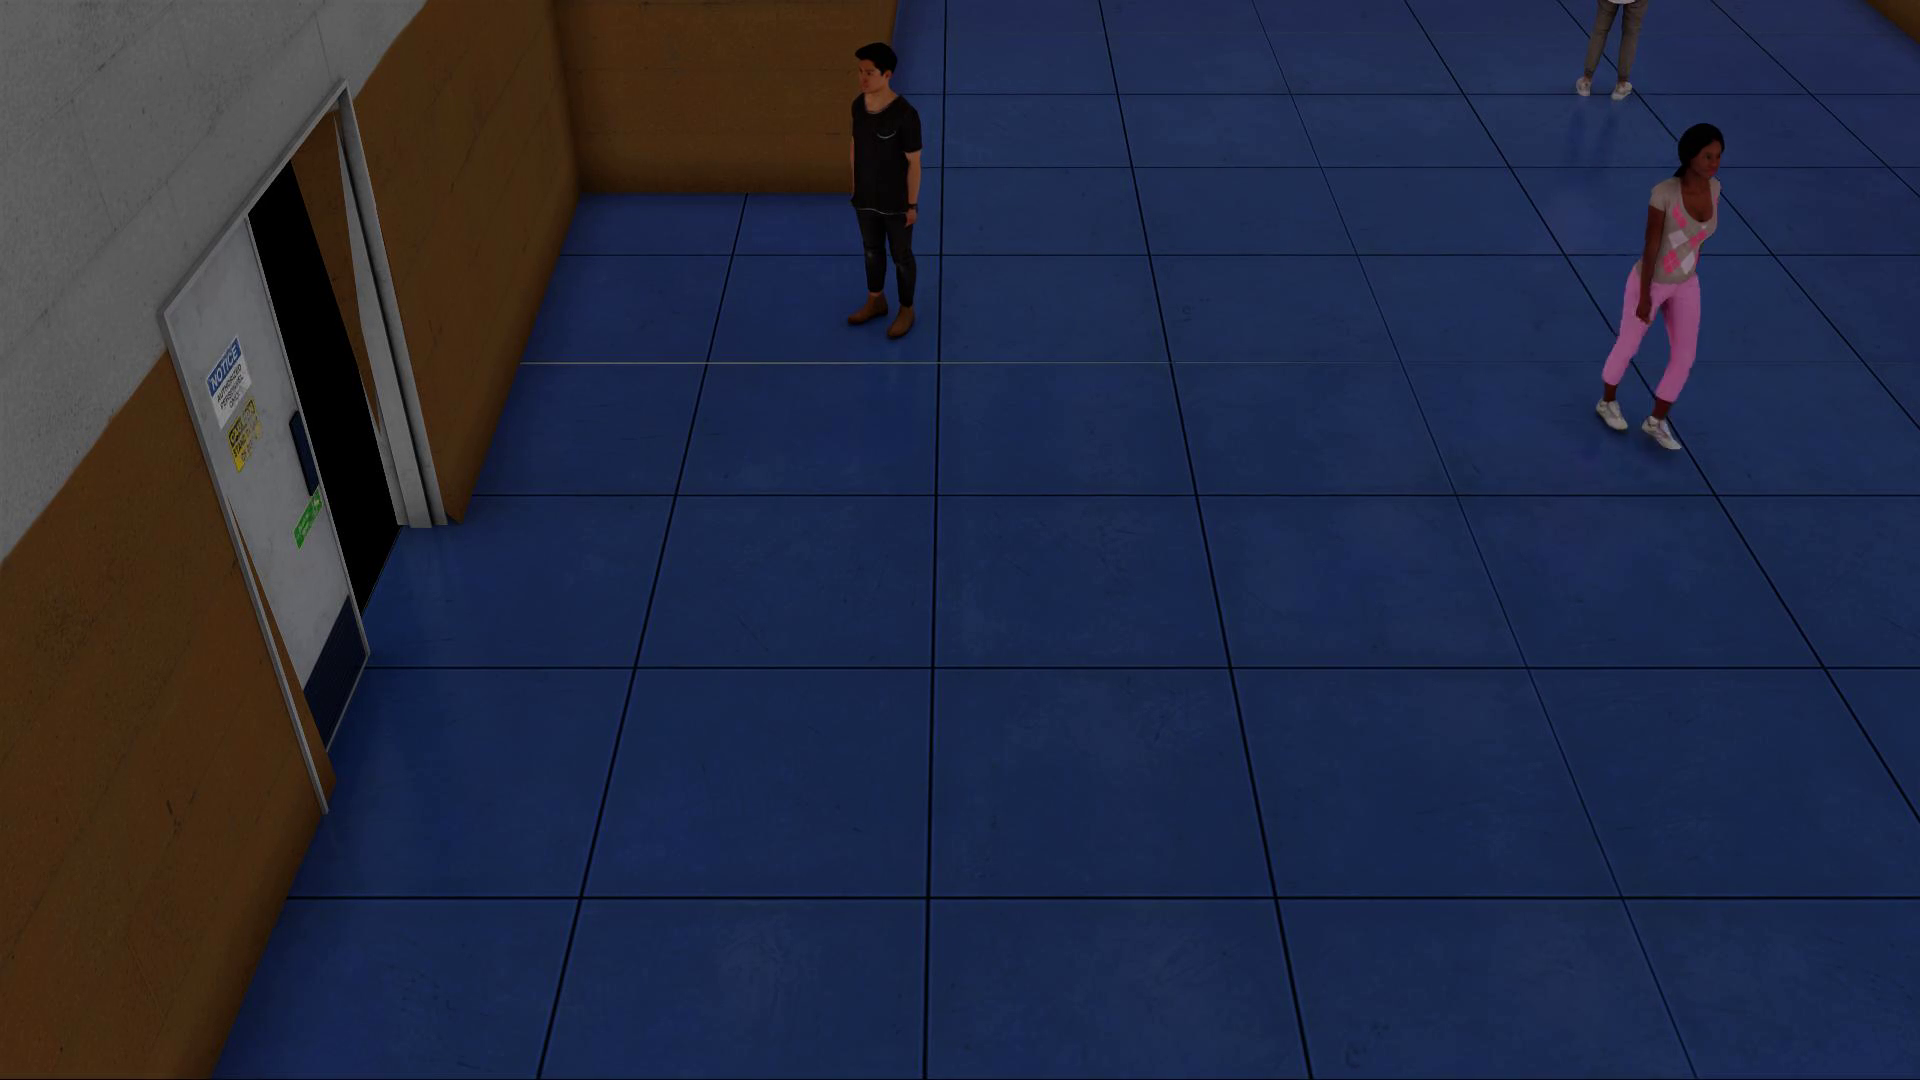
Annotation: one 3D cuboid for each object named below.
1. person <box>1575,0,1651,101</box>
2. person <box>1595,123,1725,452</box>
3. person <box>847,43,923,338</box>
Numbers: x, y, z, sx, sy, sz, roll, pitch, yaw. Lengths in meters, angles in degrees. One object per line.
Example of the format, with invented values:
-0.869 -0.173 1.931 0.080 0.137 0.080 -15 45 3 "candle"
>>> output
4.921 -4.170 12.233 0.651 1.841 0.806 14 39 18 "person"
3.543 -1.325 8.542 0.779 1.722 0.745 -8 38 -10 "person"
-0.423 -1.987 9.428 0.679 1.716 0.763 25 43 29 "person"
